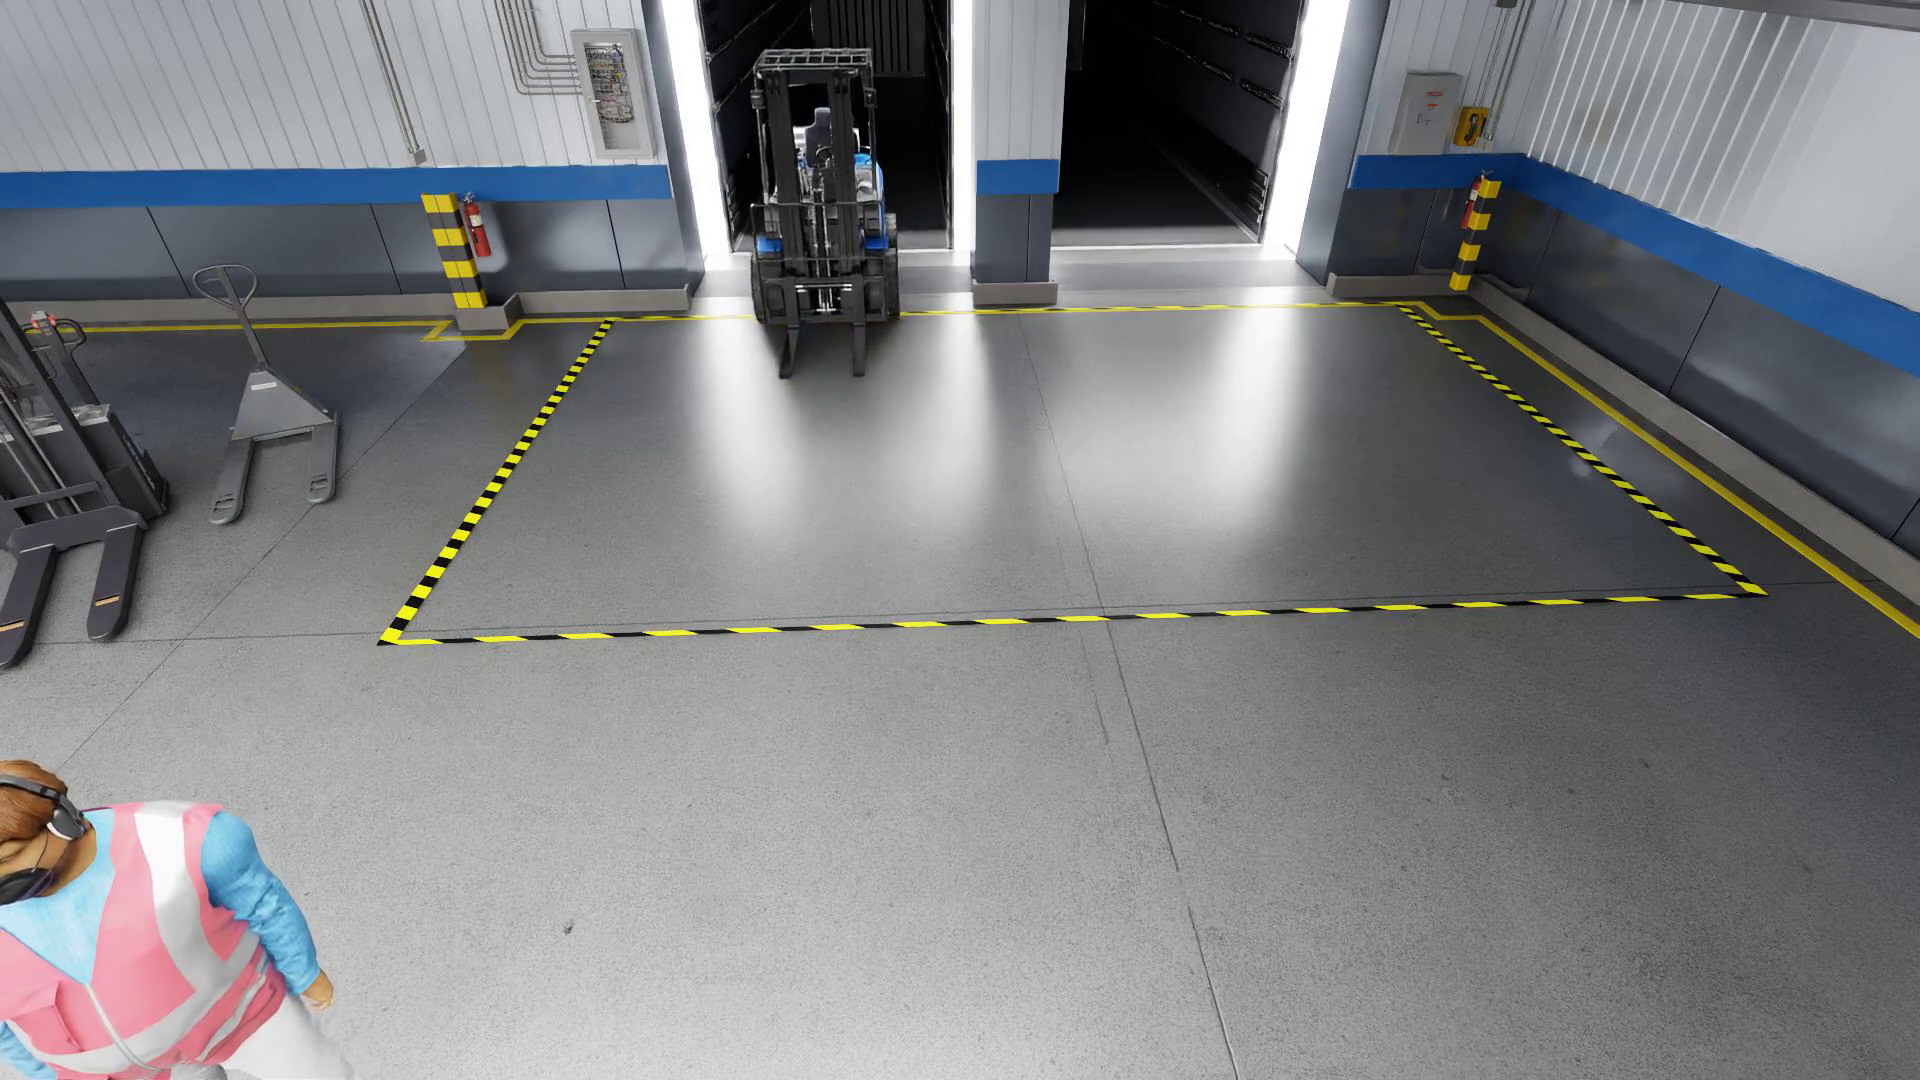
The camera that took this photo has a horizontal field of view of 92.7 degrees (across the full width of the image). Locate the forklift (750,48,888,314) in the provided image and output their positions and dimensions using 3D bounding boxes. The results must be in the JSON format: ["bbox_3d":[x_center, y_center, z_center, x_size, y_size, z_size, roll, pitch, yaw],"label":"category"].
[{"bbox_3d":[-1.292,-3.495,8.682,1.157,2.036,2.680,-3,35,-4],"label":"forklift"}]

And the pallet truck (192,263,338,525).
[{"bbox_3d":[-4.778,-1.027,6.128,0.680,1.201,1.601,-17,38,-23],"label":"pallet truck"}]

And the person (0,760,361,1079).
[{"bbox_3d":[-1.983,1.235,2.350,0.623,1.844,0.431,-18,39,-24],"label":"person"}]

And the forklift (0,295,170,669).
[{"bbox_3d":[-5.212,-0.618,4.878,0.823,1.965,1.885,-20,39,-26],"label":"forklift"}]
